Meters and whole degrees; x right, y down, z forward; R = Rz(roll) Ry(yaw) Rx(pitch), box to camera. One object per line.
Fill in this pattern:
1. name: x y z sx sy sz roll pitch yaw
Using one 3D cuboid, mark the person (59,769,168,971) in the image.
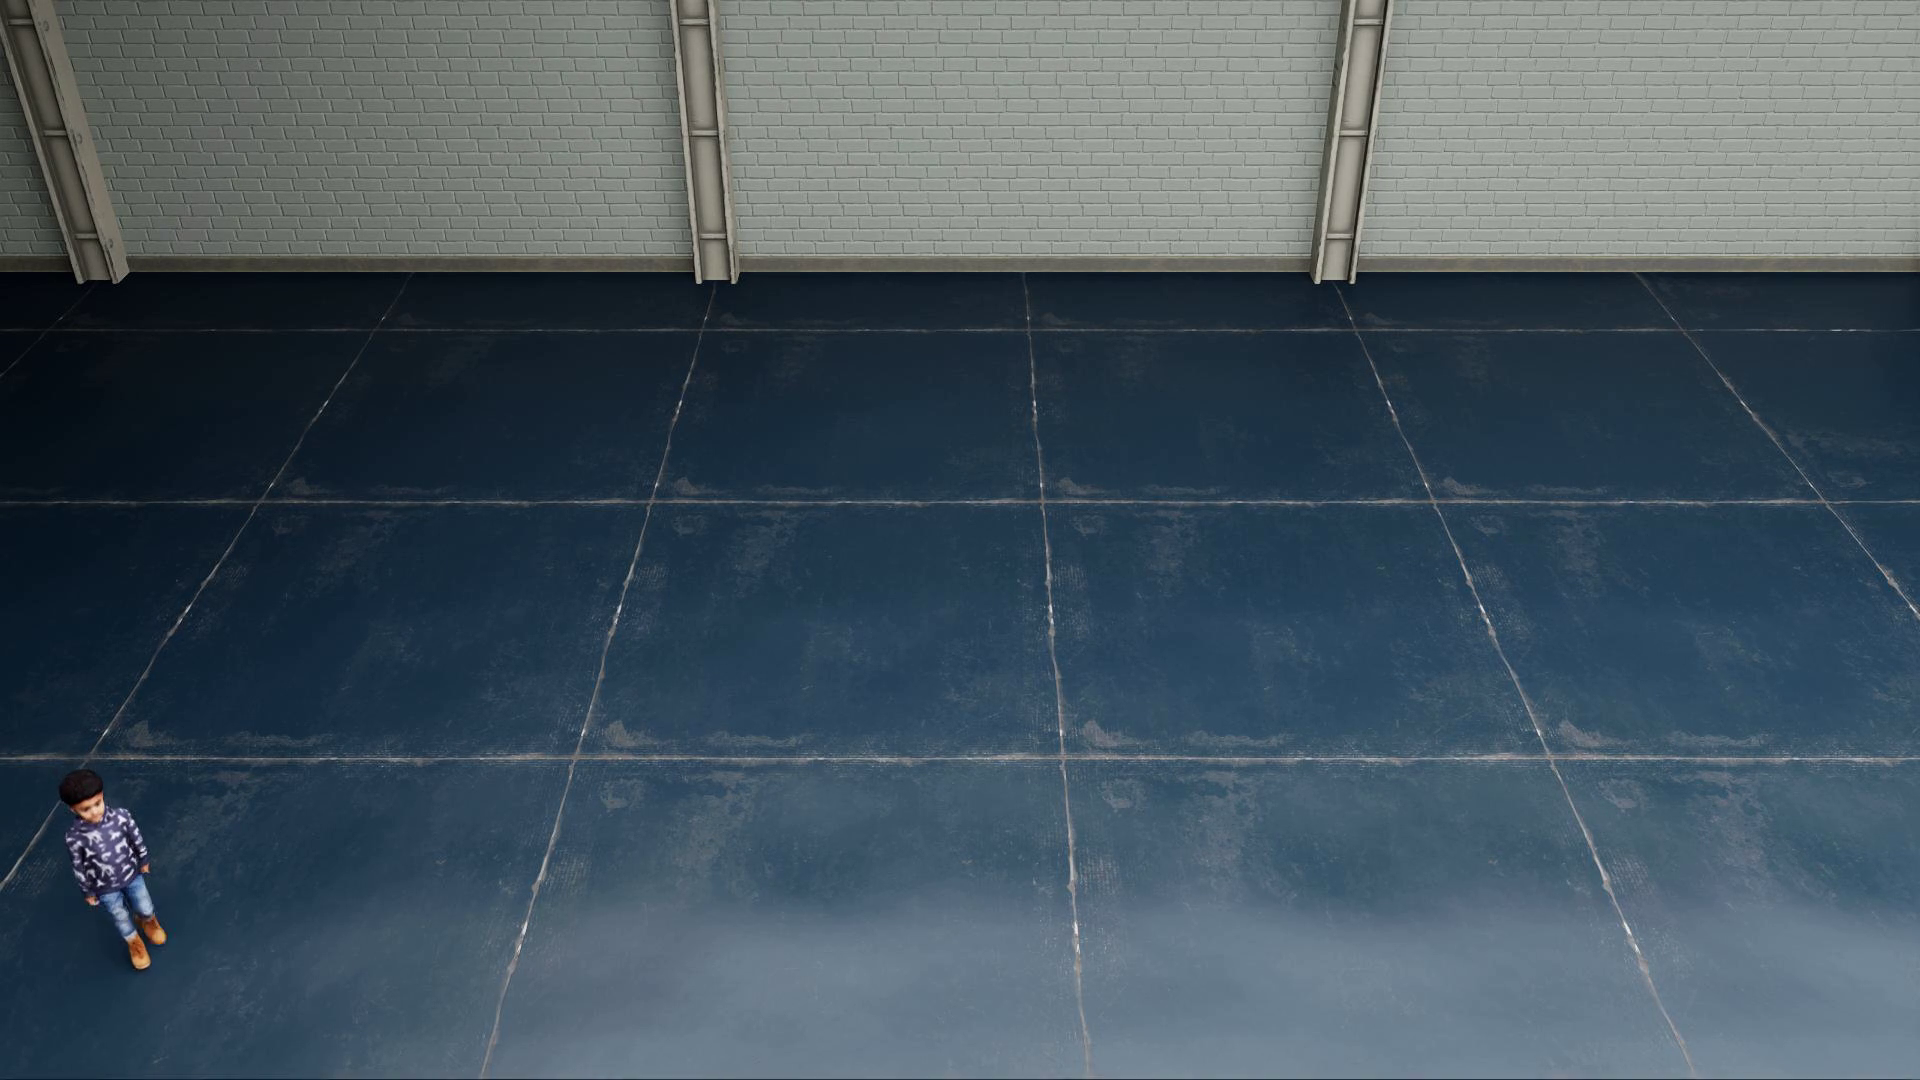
1. person: -4.392 1.672 8.578 0.595 1.243 0.663 -23 40 -31
